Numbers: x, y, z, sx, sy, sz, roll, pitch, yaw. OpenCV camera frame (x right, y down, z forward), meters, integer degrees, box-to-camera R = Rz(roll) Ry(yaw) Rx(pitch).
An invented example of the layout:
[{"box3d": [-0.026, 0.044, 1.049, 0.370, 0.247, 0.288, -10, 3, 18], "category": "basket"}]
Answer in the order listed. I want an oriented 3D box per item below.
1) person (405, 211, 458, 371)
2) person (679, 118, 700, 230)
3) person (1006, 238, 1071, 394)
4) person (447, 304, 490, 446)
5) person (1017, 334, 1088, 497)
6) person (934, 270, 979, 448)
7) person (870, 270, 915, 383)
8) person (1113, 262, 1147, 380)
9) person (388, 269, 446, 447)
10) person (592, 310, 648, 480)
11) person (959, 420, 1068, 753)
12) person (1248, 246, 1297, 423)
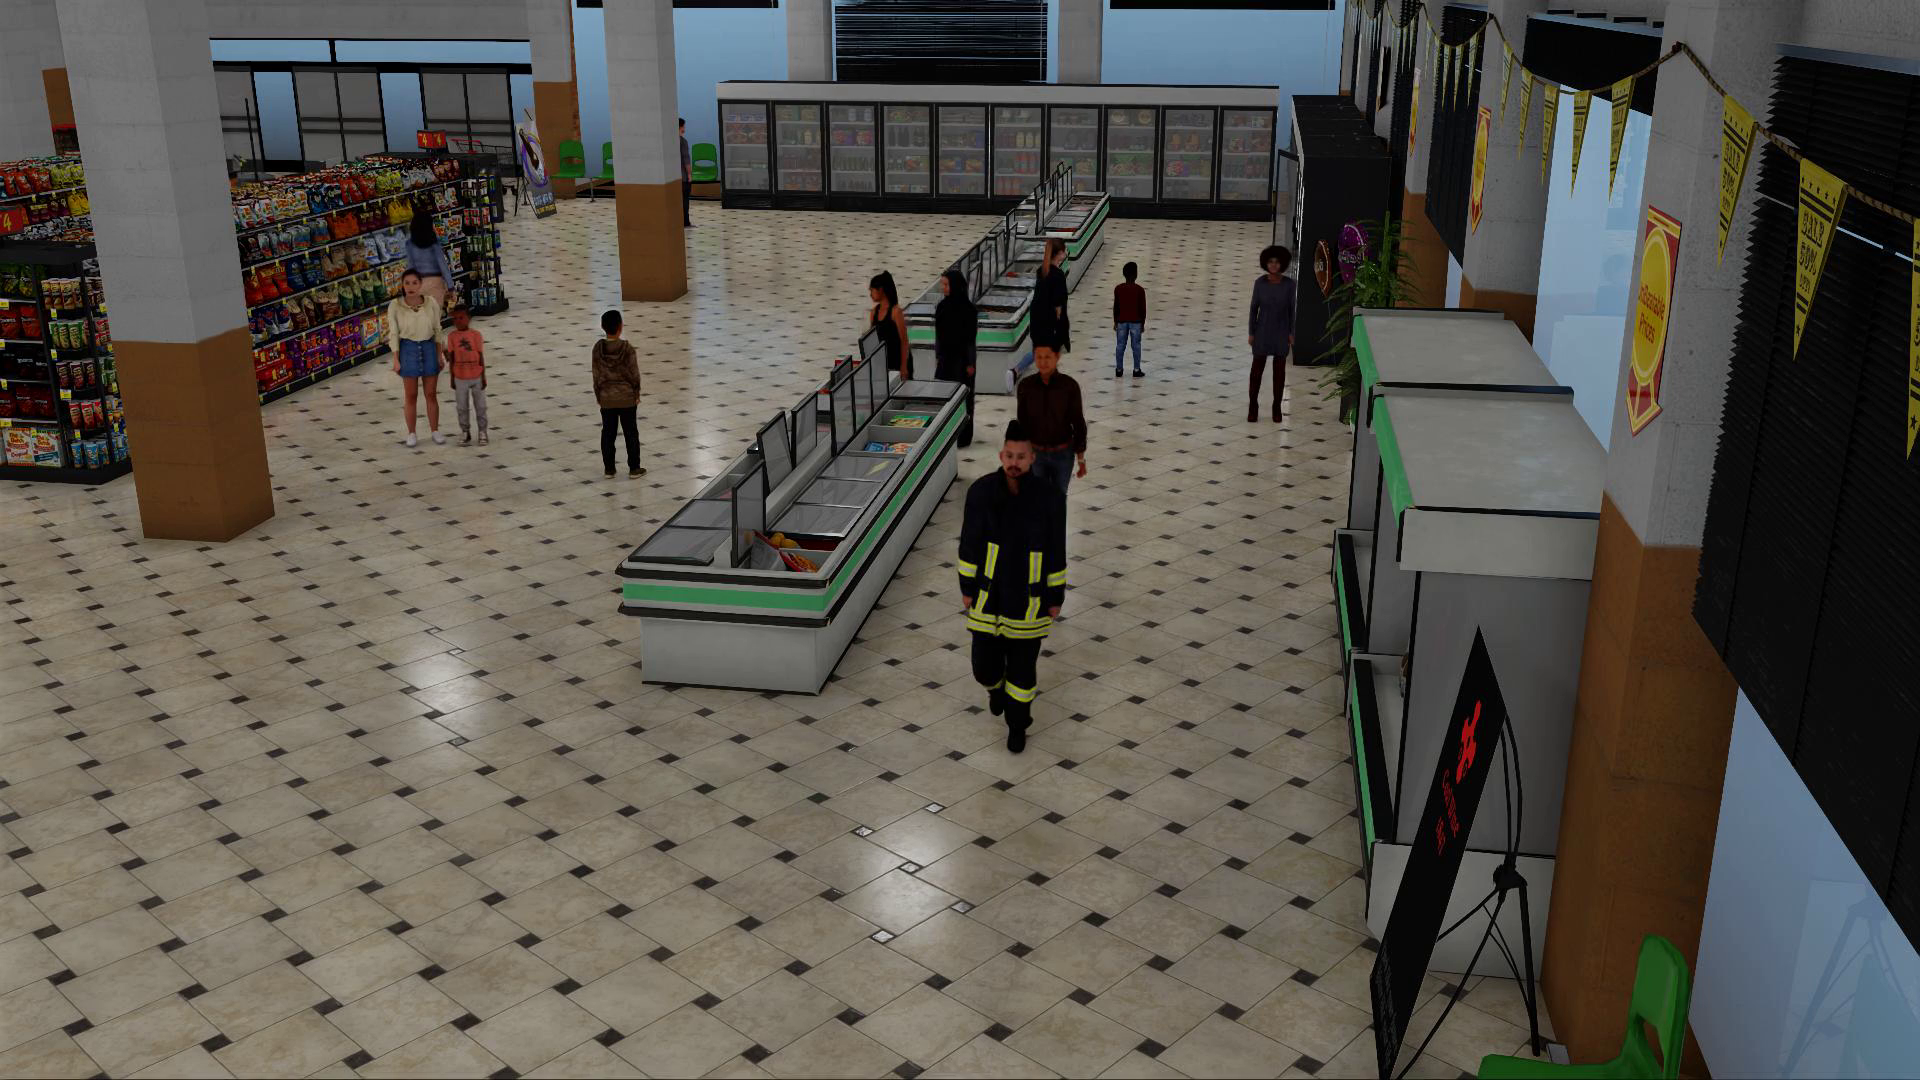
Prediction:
[{"box3d": [-5.746, -2.619, 17.902, 0.686, 1.730, 1.122, 4, 19, 13], "category": "person"}, {"box3d": [-4.820, -6.332, 28.723, 0.751, 1.852, 0.751, 17, 25, 41], "category": "person"}, {"box3d": [0.816, -2.183, 16.707, 1.008, 1.667, 0.975, -12, 22, -32], "category": "person"}, {"box3d": [-4.525, -1.527, 15.327, 0.523, 1.306, 0.541, -2, 19, -6], "category": "person"}, {"box3d": [0.657, -0.597, 11.907, 0.724, 1.728, 1.126, 2, 19, 5], "category": "person"}, {"box3d": [-0.029, -1.689, 15.345, 0.753, 1.601, 0.882, 9, 21, 25], "category": "person"}, {"box3d": [-0.587, -1.593, 14.989, 0.742, 1.647, 0.773, 11, 22, 29], "category": "person"}, {"box3d": [1.821, -2.364, 17.889, 0.524, 1.255, 0.508, 6, 19, 16], "category": "person"}, {"box3d": [-4.973, -1.681, 15.275, 0.721, 1.630, 0.746, -9, 21, -25], "category": "person"}, {"box3d": [-2.938, -1.244, 14.253, 0.599, 1.455, 0.597, 1, 19, 3], "category": "person"}, {"box3d": [0.300, 0.233, 9.262, 0.773, 1.845, 0.842, 2, 19, 6], "category": "person"}, {"box3d": [3.010, -1.987, 16.060, 0.589, 1.710, 0.499, 3, 19, 8], "category": "person"}]
